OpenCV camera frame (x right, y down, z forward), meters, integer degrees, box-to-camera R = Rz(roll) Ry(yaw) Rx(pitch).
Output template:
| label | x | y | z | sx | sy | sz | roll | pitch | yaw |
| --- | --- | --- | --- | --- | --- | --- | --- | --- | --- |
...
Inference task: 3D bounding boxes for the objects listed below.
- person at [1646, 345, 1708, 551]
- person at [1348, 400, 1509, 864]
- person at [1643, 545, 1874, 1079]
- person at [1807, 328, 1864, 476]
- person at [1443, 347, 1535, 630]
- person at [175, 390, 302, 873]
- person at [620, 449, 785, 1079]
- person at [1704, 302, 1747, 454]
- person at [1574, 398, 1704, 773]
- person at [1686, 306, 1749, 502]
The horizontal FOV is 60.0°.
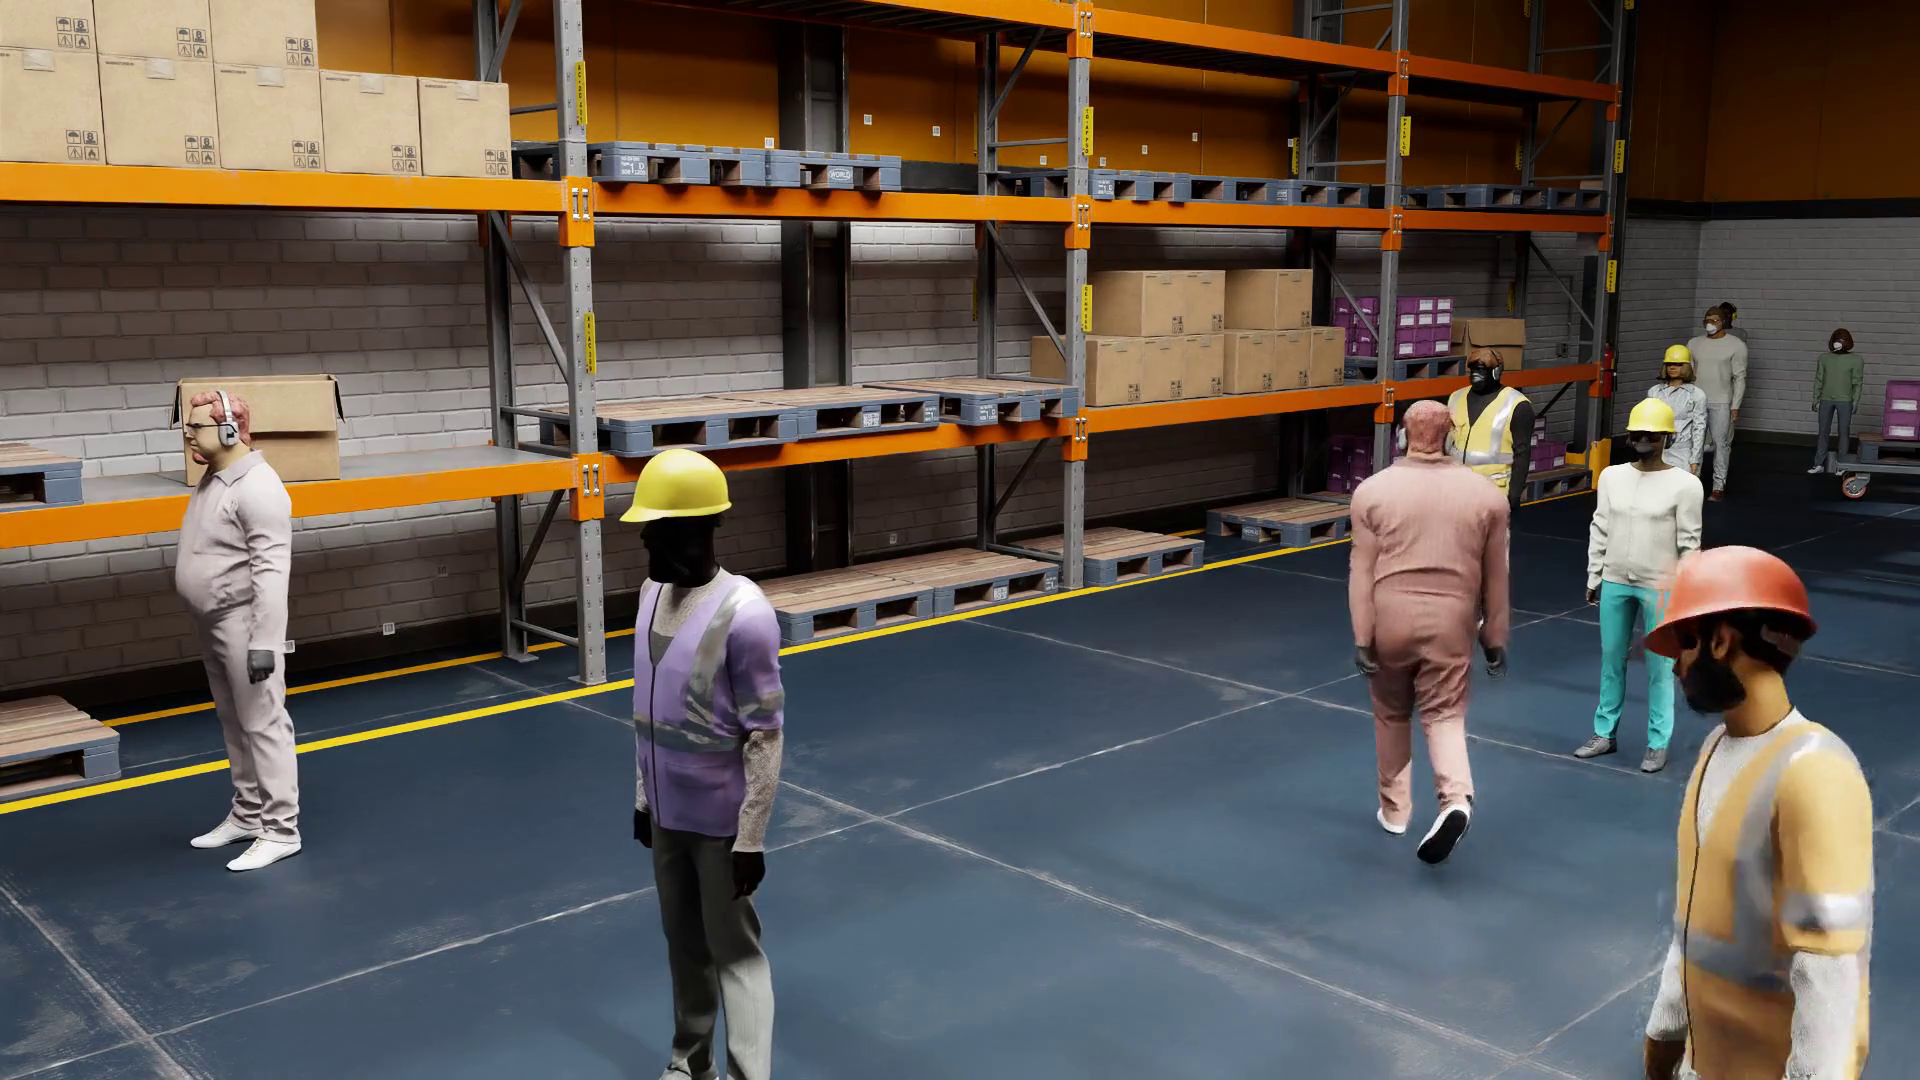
| label | x | y | z | sx | sy | sz | roll | pitch | yaw |
| --- | --- | --- | --- | --- | --- | --- | --- | --- | --- |
| person | 5.562 | -0.654 | 13.032 | 0.285 | 1.746 | 0.490 | -9 | 13 | -42 |
| person | 1.896 | 0.376 | 6.711 | 0.654 | 1.861 | 0.812 | 1 | 10 | 6 |
| person | 1.531 | 0.970 | 3.143 | 0.426 | 1.888 | 0.612 | 0 | 10 | 0 |
| person | 9.743 | -1.532 | 18.501 | 0.279 | 1.633 | 0.504 | -9 | 13 | -42 |
| person | 3.398 | -0.336 | 10.889 | 0.429 | 1.843 | 0.629 | -9 | 13 | -42 |
| person | -2.904 | 0.355 | 6.656 | 0.409 | 1.908 | 0.647 | -9 | 13 | -42 |
| person | -0.714 | 0.711 | 4.508 | 0.366 | 1.927 | 0.591 | -9 | 13 | -42 |
| person | 9.366 | -1.982 | 20.442 | 0.324 | 1.871 | 0.526 | -9 | 13 | -42 |
| person | 3.227 | 0.210 | 7.902 | 0.303 | 1.772 | 0.530 | -9 | 13 | -42 |
| person | 7.471 | -1.353 | 16.560 | 0.368 | 1.939 | 0.633 | -9 | 13 | -42 |
